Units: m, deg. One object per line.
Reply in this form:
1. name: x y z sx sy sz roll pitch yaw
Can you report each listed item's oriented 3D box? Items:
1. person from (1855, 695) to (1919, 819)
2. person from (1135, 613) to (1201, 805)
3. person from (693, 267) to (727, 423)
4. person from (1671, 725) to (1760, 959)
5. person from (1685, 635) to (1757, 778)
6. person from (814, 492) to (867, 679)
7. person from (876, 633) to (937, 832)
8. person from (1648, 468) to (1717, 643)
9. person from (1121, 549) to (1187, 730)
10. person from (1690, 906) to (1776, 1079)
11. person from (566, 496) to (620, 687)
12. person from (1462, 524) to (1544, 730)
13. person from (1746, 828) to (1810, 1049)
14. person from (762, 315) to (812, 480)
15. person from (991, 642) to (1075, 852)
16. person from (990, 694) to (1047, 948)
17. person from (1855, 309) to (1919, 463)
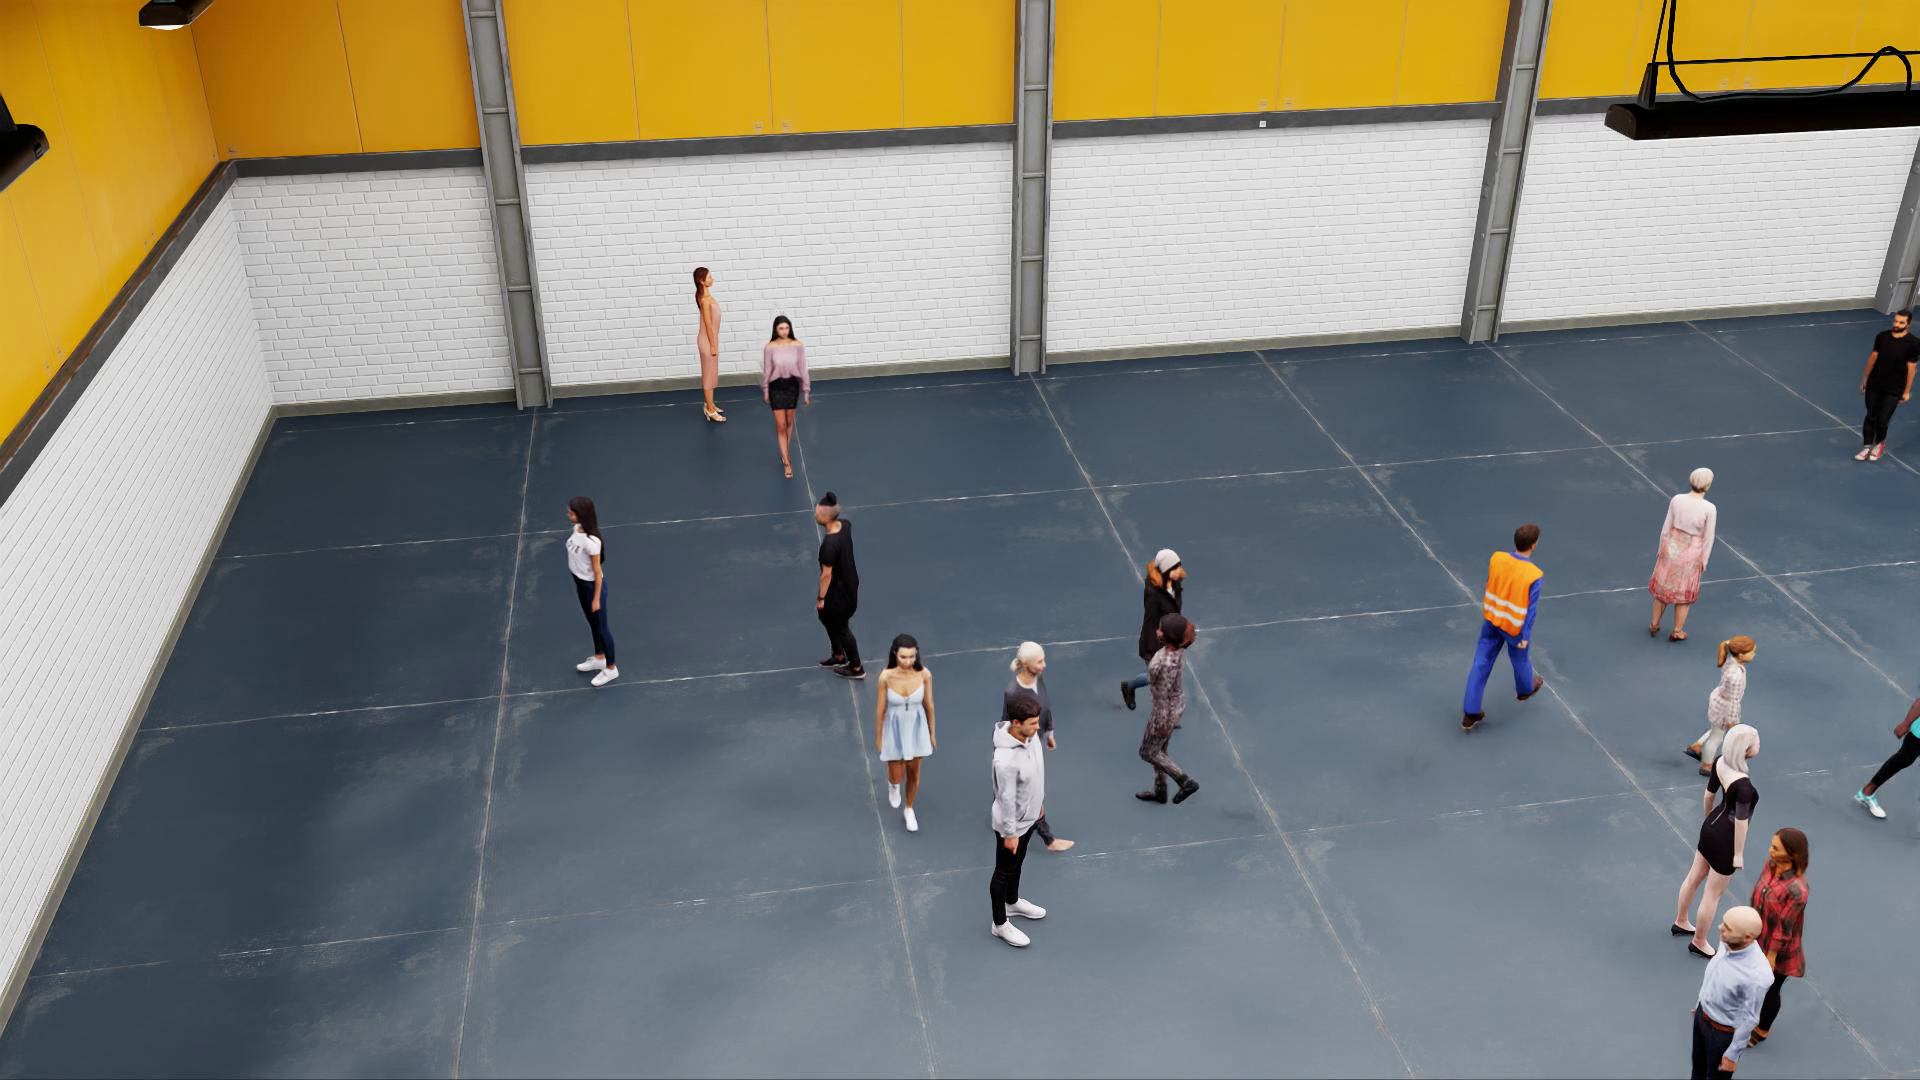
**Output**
1. person: 7.199 1.371 12.501 1.088 1.763 1.065 -17 33 -28
2. person: 1.645 1.320 12.654 0.830 1.705 0.732 7 29 13
3. person: -2.892 -2.252 19.071 0.502 1.831 0.582 -5 29 -10
4. person: 5.136 2.021 11.239 0.502 1.830 0.582 -4 29 -6
5. person: 5.962 1.296 13.115 0.715 1.306 0.662 13 31 22
6. person: -0.951 0.416 14.163 0.798 1.847 0.807 6 29 11
7. person: -0.424 1.394 12.509 0.683 1.715 0.688 -8 30 -14
8. person: 6.452 0.132 14.849 0.700 1.690 0.751 21 35 33
9. person: 1.602 0.792 13.704 0.910 1.628 0.941 -26 38 -38
10. person: 4.453 2.859 9.746 0.606 1.789 0.682 0 29 0
11. person: -3.147 0.410 14.249 0.637 1.775 0.658 -16 32 -27
12. person: 4.405 0.740 13.604 1.281 1.814 1.099 -24 37 -37
13. person: 5.187 2.516 10.480 0.630 1.689 0.629 -4 29 -8
14. person: -1.908 -1.600 17.923 0.791 1.786 0.766 -8 30 -15
15. person: 0.395 1.474 12.386 1.120 1.693 1.031 17 33 28
16. person: 0.371 1.880 11.392 0.794 1.931 0.778 12 31 20
17. person: 10.138 -1.697 18.137 0.775 1.752 0.761 -20 35 -33
